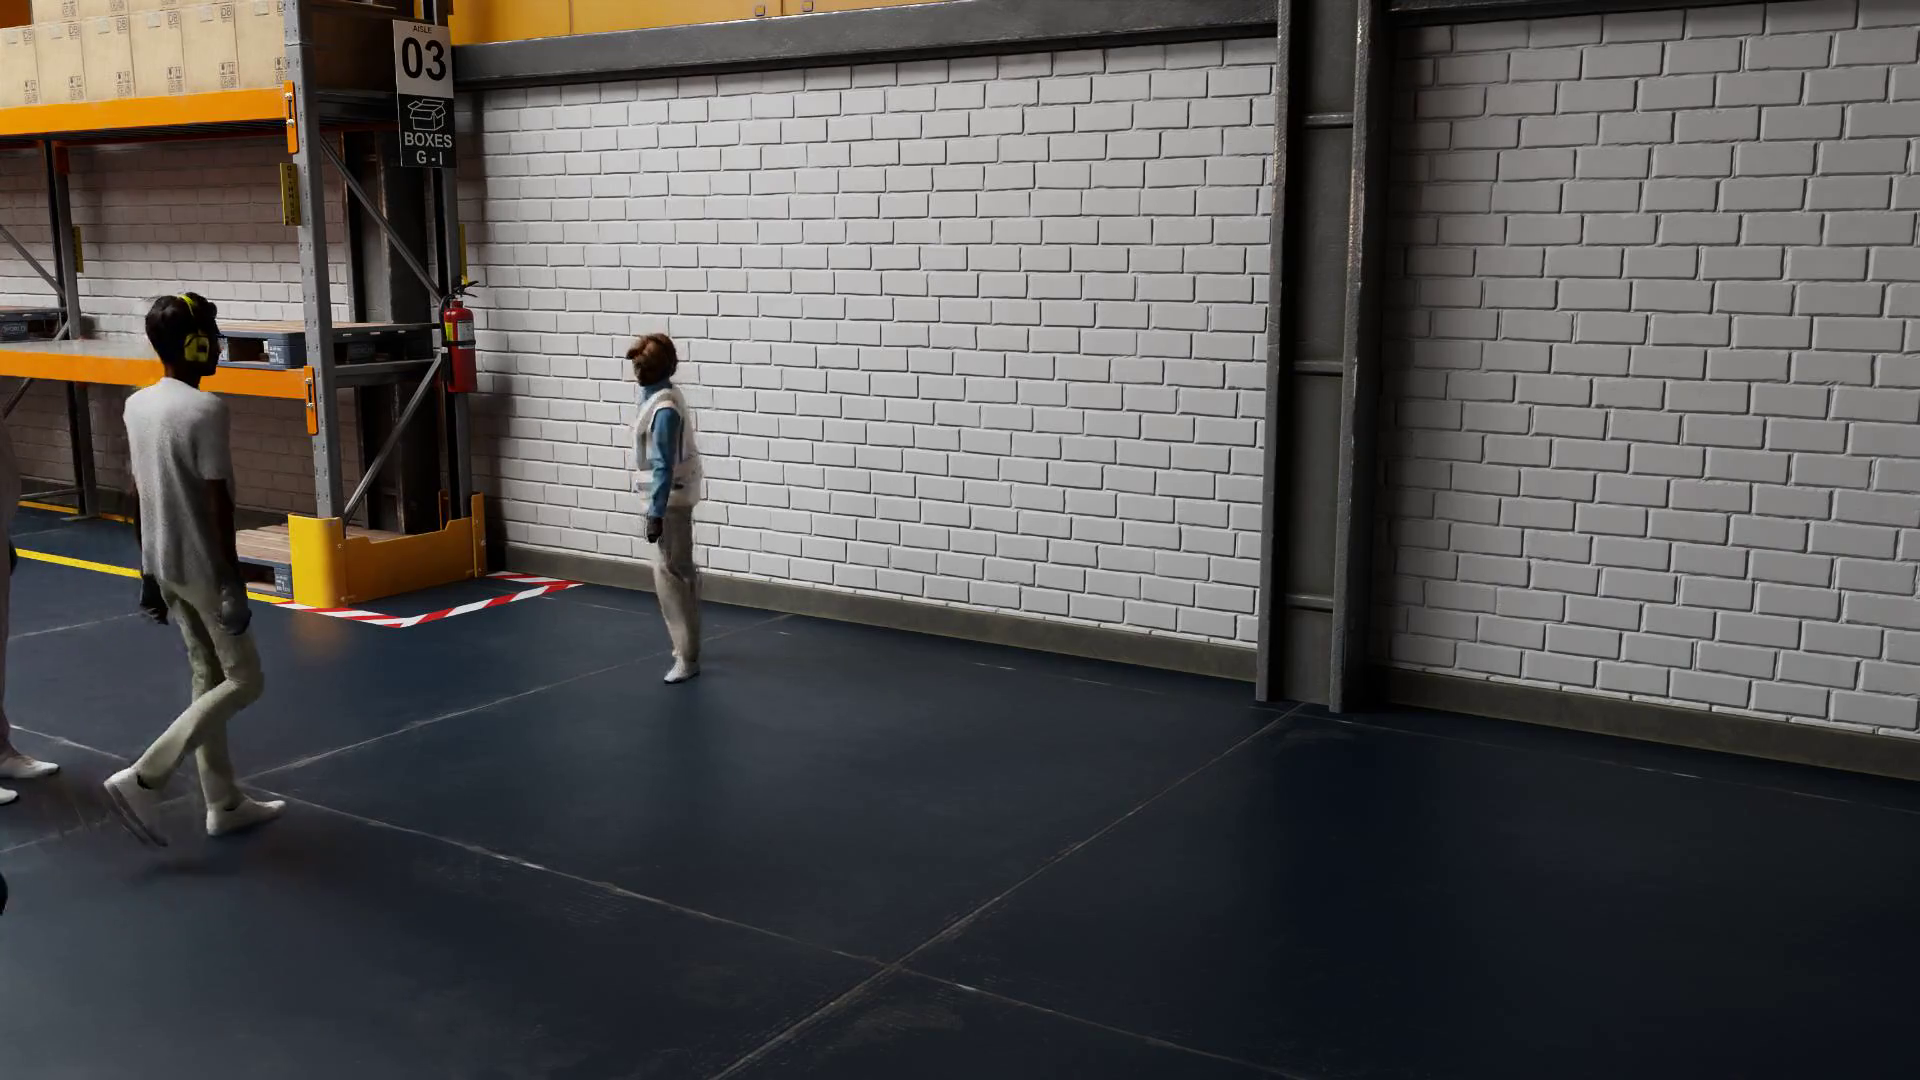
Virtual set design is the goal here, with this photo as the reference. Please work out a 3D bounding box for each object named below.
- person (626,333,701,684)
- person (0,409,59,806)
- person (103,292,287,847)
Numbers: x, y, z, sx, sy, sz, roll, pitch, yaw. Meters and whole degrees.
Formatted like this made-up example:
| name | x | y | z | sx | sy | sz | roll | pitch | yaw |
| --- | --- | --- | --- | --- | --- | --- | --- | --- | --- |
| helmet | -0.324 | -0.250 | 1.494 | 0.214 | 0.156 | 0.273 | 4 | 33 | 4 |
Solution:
| name | x | y | z | sx | sy | sz | roll | pitch | yaw |
| --- | --- | --- | --- | --- | --- | --- | --- | --- | --- |
| person | -1.373 | -0.166 | 7.749 | 0.328 | 1.609 | 0.644 | -2 | 10 | -12 |
| person | -3.577 | 0.014 | 5.968 | 0.401 | 1.896 | 0.652 | -2 | 10 | -9 |
| person | -2.564 | 0.117 | 5.495 | 0.538 | 1.853 | 0.579 | 7 | 12 | 33 |
